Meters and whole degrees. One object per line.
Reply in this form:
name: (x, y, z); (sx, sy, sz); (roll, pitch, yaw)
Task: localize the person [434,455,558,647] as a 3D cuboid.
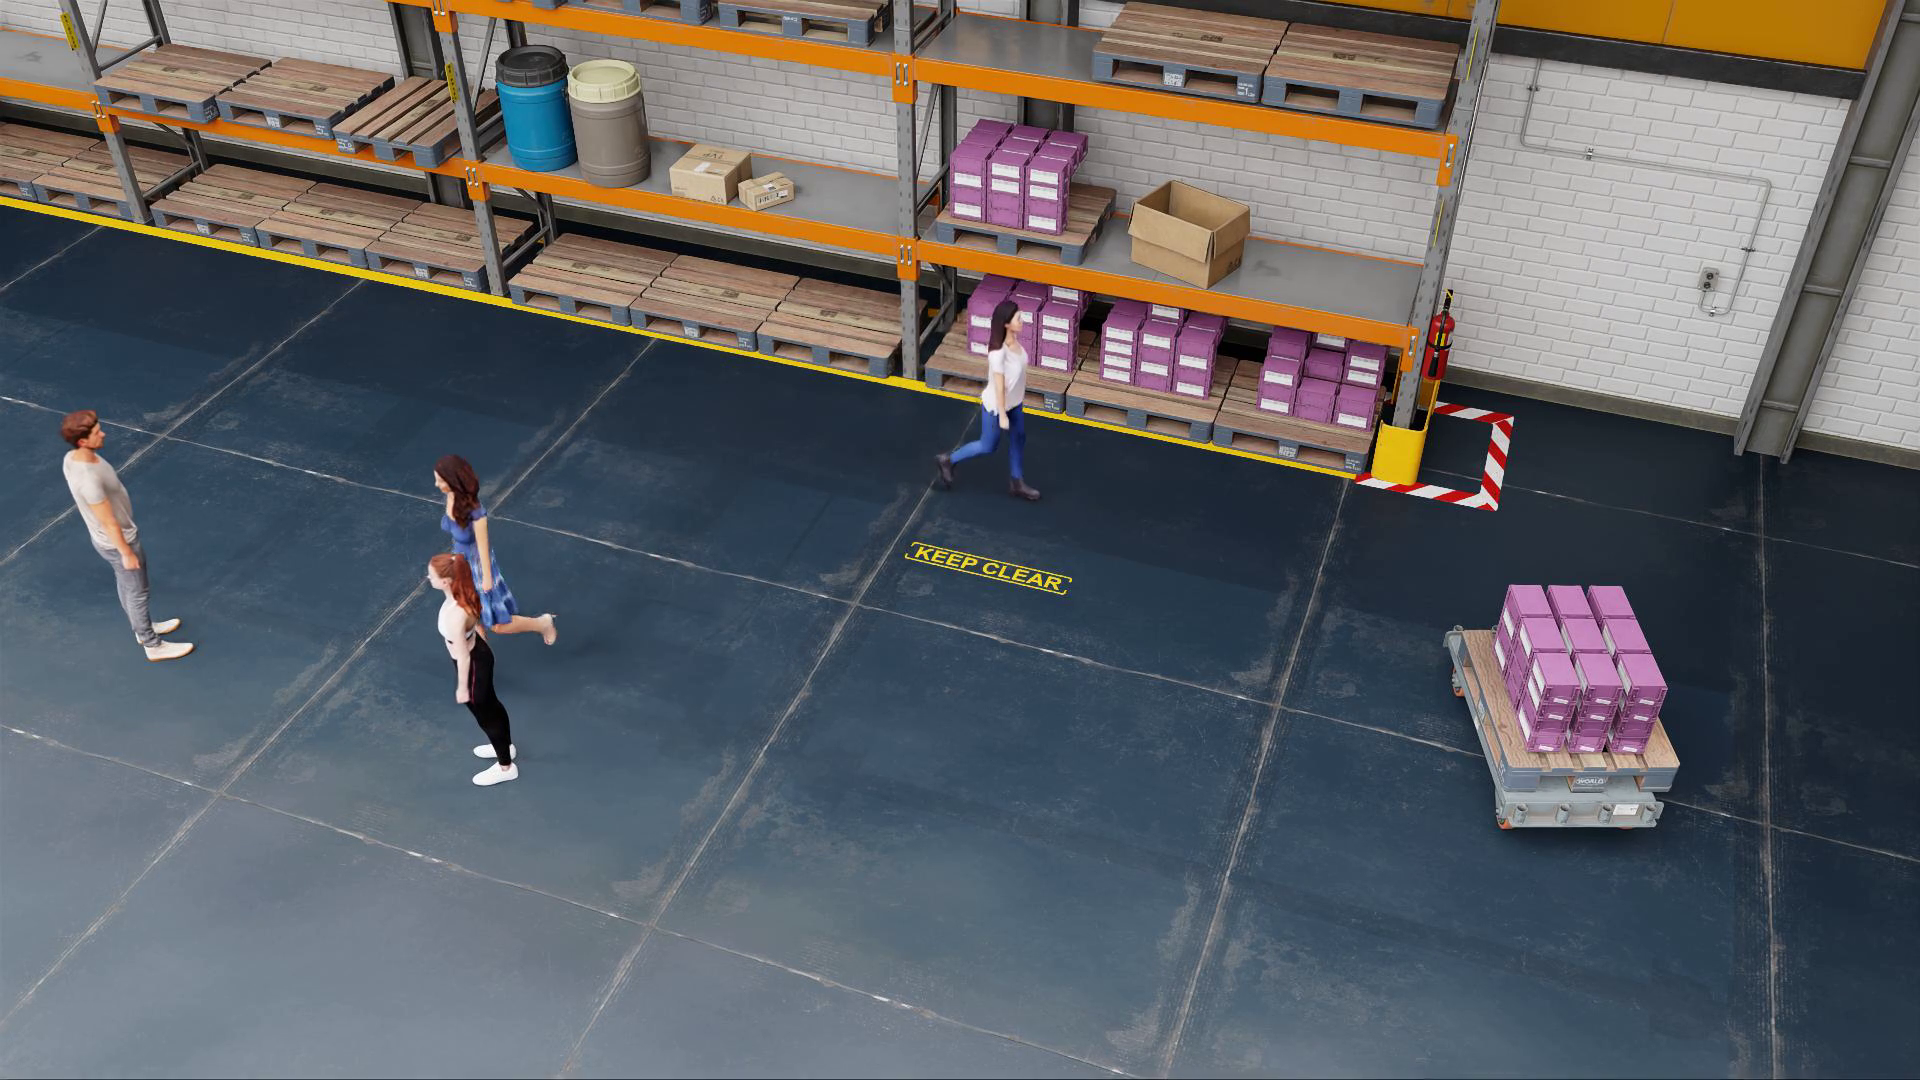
person: (-2.999, 0.208, 10.558); (1.000, 1.786, 0.953); (32, 48, 33)

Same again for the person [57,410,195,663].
person: (-5.468, -0.023, 10.765); (0.802, 1.889, 0.701); (-23, 44, -26)

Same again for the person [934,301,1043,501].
person: (0.213, -0.985, 12.154); (1.044, 1.659, 0.625); (14, 41, 17)

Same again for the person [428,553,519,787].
person: (-2.890, 0.757, 9.908); (0.666, 1.740, 0.664); (-4, 39, -5)
